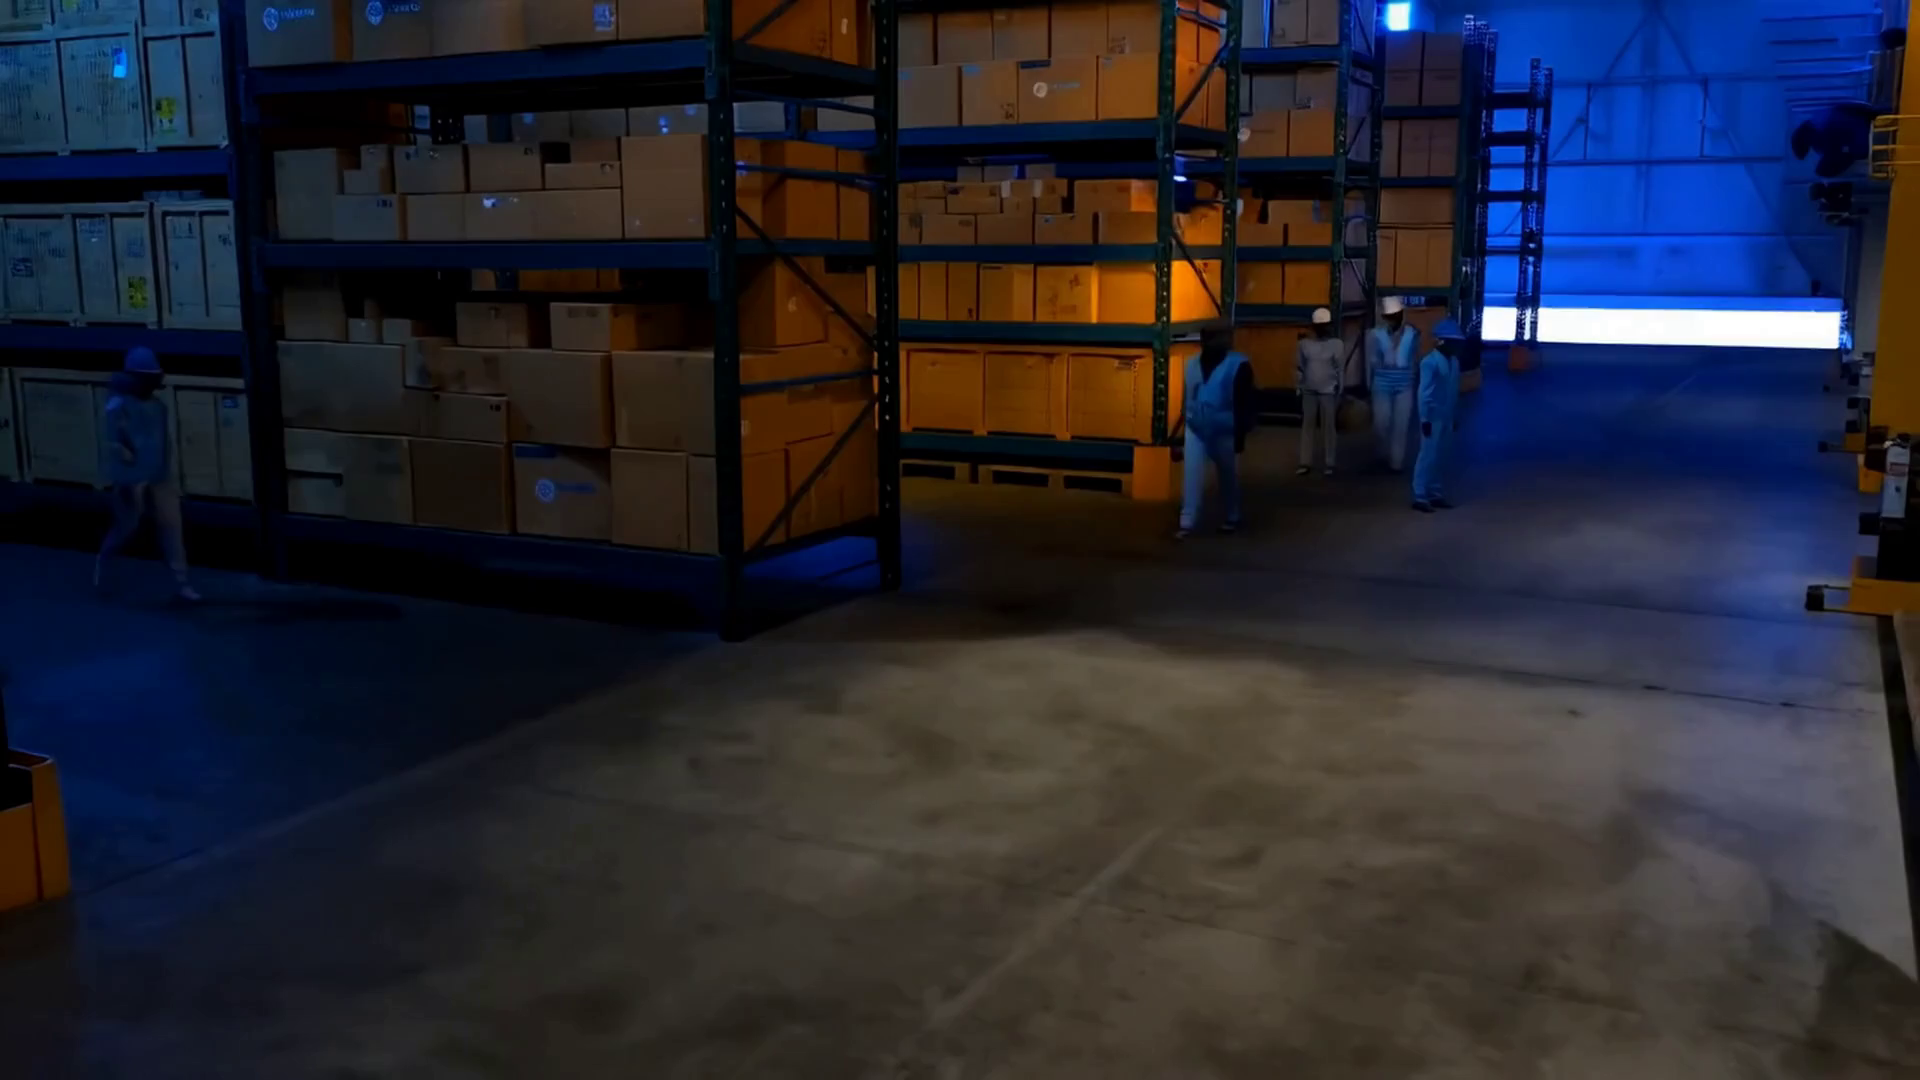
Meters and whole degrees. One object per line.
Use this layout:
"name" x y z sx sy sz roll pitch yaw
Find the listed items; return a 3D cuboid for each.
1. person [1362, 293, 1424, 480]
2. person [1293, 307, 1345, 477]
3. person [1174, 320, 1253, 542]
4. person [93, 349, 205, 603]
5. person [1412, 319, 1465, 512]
"person" 4.503 -1.601 17.291 0.635 1.918 0.594 2 10 10
"person" 3.748 -1.542 17.392 0.533 1.769 0.310 5 11 27
"person" 2.095 -0.905 13.637 0.641 1.798 0.950 6 12 33
"person" -5.513 -0.432 11.140 0.833 1.709 0.485 5 11 27
"person" 4.357 -1.125 15.052 0.573 1.743 0.351 -9 13 -42
